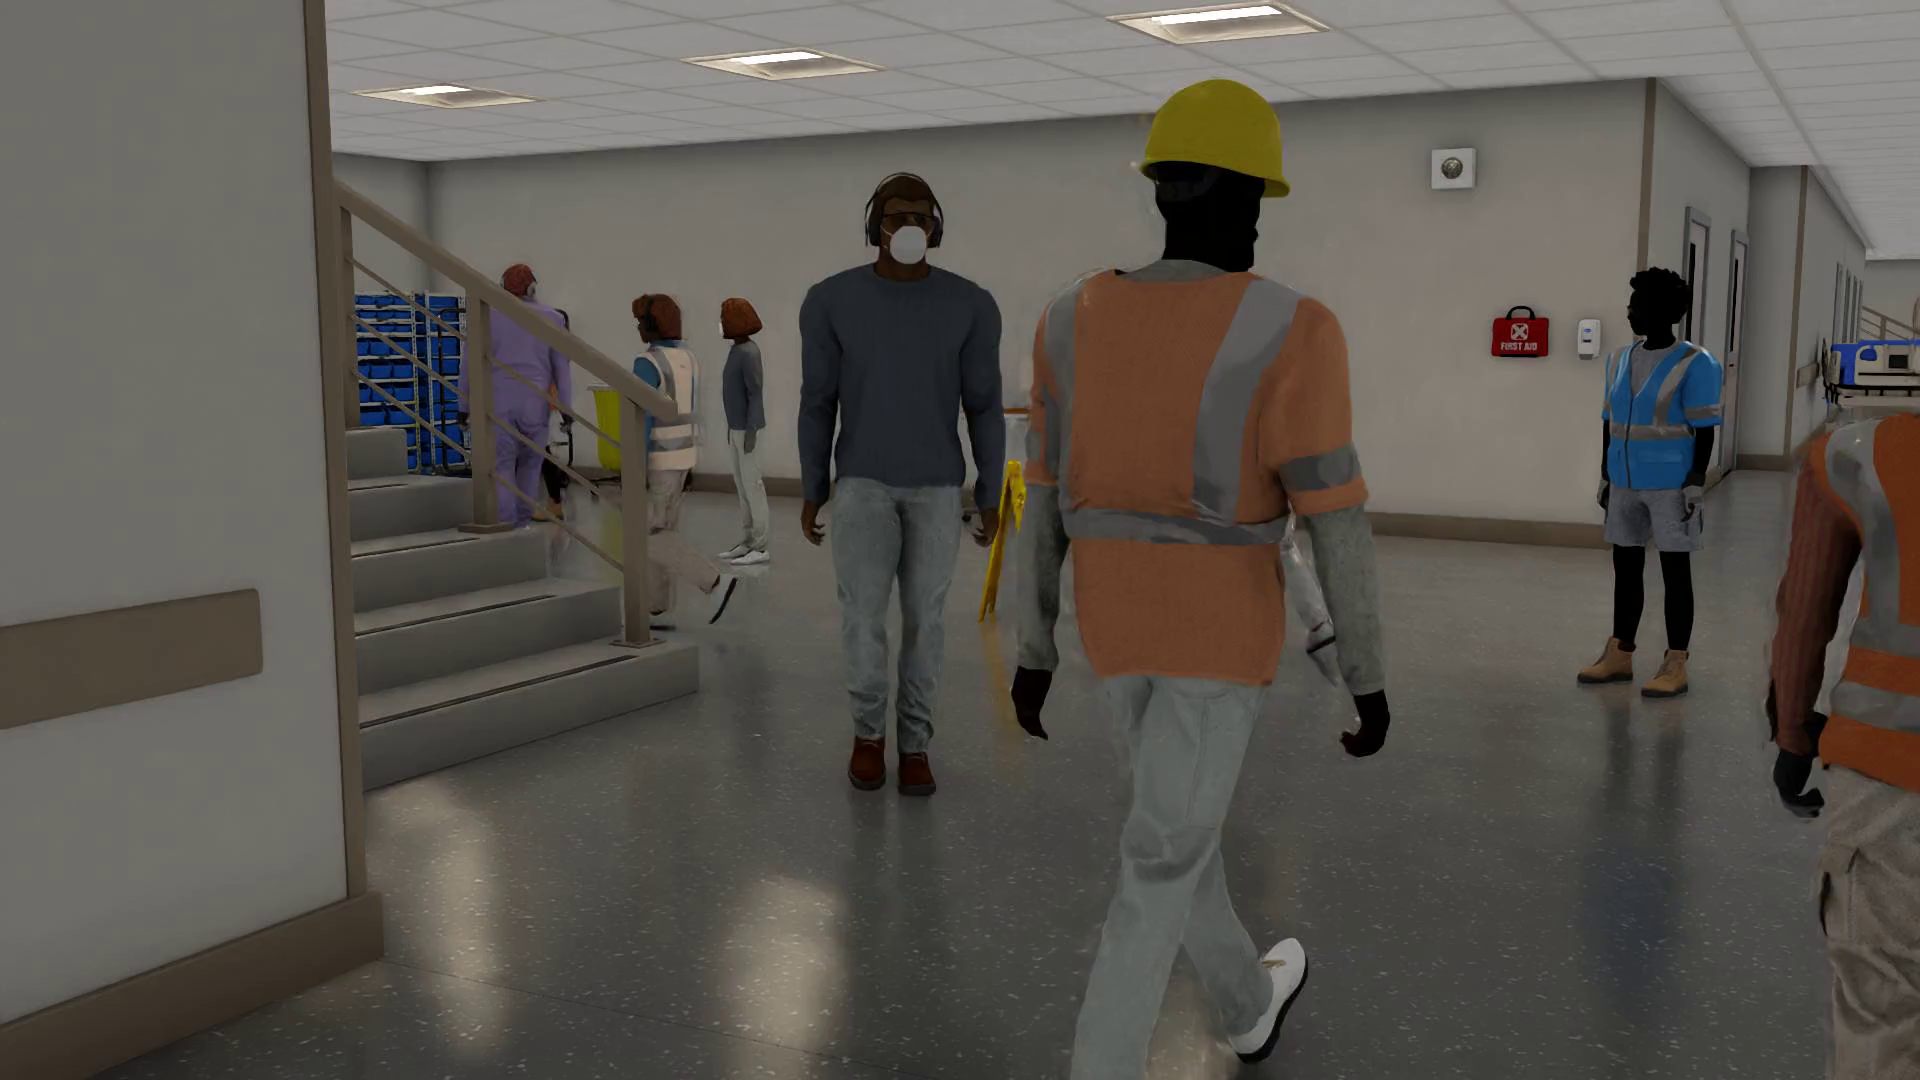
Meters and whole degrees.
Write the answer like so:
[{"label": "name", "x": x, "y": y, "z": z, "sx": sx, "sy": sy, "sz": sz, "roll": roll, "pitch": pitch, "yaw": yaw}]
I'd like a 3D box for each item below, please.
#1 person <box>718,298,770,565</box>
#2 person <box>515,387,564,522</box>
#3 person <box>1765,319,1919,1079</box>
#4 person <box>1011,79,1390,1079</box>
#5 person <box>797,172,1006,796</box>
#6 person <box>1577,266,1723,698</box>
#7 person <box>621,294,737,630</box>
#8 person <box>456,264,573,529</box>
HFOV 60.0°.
[{"label": "person", "x": -1.334, "y": -0.663, "z": 10.208, "sx": 0.266, "sy": 1.631, "sz": 0.507, "roll": -3, "pitch": 8, "yaw": -20}, {"label": "person", "x": -3.243, "y": -0.960, "z": 12.267, "sx": 0.622, "sy": 1.674, "sz": 0.559, "roll": -3, "pitch": 8, "yaw": -23}, {"label": "person", "x": 1.502, "y": 0.354, "z": 2.520, "sx": 0.534, "sy": 1.589, "sz": 0.857, "roll": 5, "pitch": 9, "yaw": 33}, {"label": "person", "x": 0.459, "y": 0.157, "z": 2.947, "sx": 0.619, "sy": 1.873, "sz": 0.974, "roll": 7, "pitch": 10, "yaw": 42}, {"label": "person", "x": -0.174, "y": -0.153, "z": 5.148, "sx": 0.649, "sy": 1.925, "sz": 0.468, "roll": -1, "pitch": 7, "yaw": -6}, {"label": "person", "x": 2.758, "y": -0.230, "z": 6.620, "sx": 0.322, "sy": 1.699, "sz": 0.536, "roll": -4, "pitch": 8, "yaw": -27}, {"label": "person", "x": -1.363, "y": -0.353, "z": 7.859, "sx": 0.552, "sy": 1.613, "sz": 0.531, "roll": 2, "pitch": 8, "yaw": 12}, {"label": "person", "x": -2.972, "y": -0.892, "z": 11.067, "sx": 0.752, "sy": 1.860, "sz": 0.703, "roll": -2, "pitch": 8, "yaw": -16}]
